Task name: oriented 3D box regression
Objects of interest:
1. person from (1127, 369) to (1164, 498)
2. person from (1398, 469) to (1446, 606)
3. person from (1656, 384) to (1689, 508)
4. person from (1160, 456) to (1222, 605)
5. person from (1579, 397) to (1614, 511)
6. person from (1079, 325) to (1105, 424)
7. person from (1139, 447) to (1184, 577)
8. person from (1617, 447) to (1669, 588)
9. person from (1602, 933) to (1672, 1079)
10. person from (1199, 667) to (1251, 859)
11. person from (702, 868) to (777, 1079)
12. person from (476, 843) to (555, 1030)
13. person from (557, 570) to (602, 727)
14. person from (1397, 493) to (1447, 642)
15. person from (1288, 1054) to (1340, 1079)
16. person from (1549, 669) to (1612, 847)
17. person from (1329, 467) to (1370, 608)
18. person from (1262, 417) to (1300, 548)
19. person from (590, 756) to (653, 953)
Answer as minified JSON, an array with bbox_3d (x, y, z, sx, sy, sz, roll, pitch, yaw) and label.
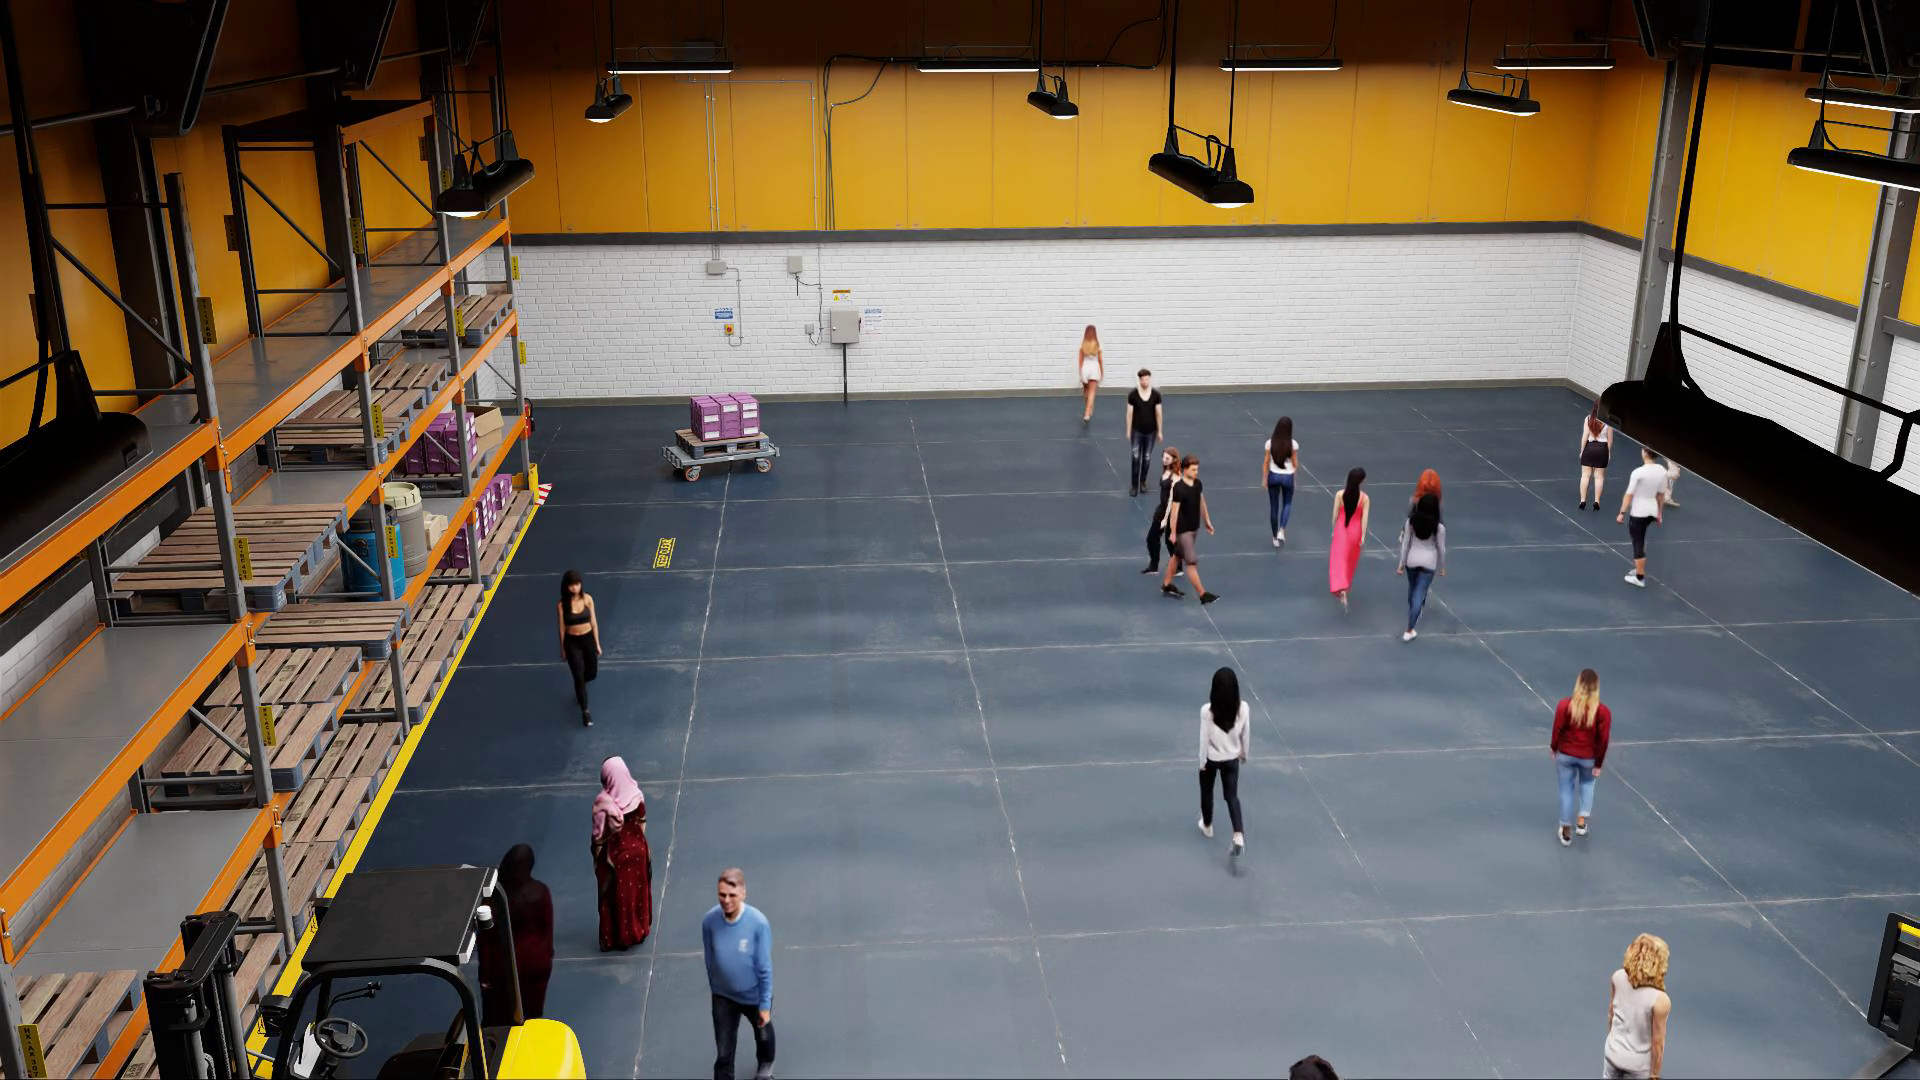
[{"bbox_3d":[2.709,-1.613,24.495,0.715,1.871,0.911,0,19,-1],"label":"person"},{"bbox_3d":[5.511,0.059,19.705,0.617,1.760,0.703,-2,19,-6],"label":"person"},{"bbox_3d":[10.154,-1.364,23.823,0.860,1.830,0.890,-13,22,-33],"label":"person"},{"bbox_3d":[2.677,-0.144,20.215,1.214,1.819,1.161,14,23,36],"label":"person"},{"bbox_3d":[9.055,-1.233,23.717,0.636,1.648,0.635,6,20,18],"label":"person"},{"bbox_3d":[2.214,-2.794,28.342,0.844,1.655,1.209,5,19,13],"label":"person"},{"bbox_3d":[2.739,-0.346,20.971,0.805,1.720,0.835,-9,21,-25],"label":"person"},{"bbox_3d":[8.553,-0.304,20.660,0.765,1.839,0.778,-8,20,-24],"label":"person"},{"bbox_3d":[4.206,3.227,10.456,0.708,1.659,0.591,-9,21,-24],"label":"person"},{"bbox_3d":[2.274,1.924,14.302,0.691,1.674,1.065,-4,19,-10],"label":"person"},{"bbox_3d":[-1.412,2.965,11.065,0.865,1.767,1.265,3,19,10],"label":"person"},{"bbox_3d":[-3.011,2.929,11.256,0.841,1.714,0.823,-13,23,-35],"label":"person"},{"bbox_3d":[-3.888,1.050,16.961,0.738,1.634,0.947,-8,20,-22],"label":"person"},{"bbox_3d":[5.227,0.335,18.972,0.998,1.705,1.115,11,22,30],"label":"person"},{"bbox_3d":[1.973,3.606,9.405,0.751,1.612,0.786,10,21,28],"label":"person"},{"bbox_3d":[5.362,1.910,14.427,0.689,1.620,0.711,5,19,14],"label":"person"},{"bbox_3d":[4.663,-0.002,19.993,0.793,1.693,1.143,3,19,10],"label":"person"},{"bbox_3d":[4.254,-0.740,22.071,0.694,1.764,0.686,4,19,13],"label":"person"},{"bbox_3d":[-2.626,2.416,12.898,0.765,1.637,0.798,-16,24,-39],"label":"person"}]
